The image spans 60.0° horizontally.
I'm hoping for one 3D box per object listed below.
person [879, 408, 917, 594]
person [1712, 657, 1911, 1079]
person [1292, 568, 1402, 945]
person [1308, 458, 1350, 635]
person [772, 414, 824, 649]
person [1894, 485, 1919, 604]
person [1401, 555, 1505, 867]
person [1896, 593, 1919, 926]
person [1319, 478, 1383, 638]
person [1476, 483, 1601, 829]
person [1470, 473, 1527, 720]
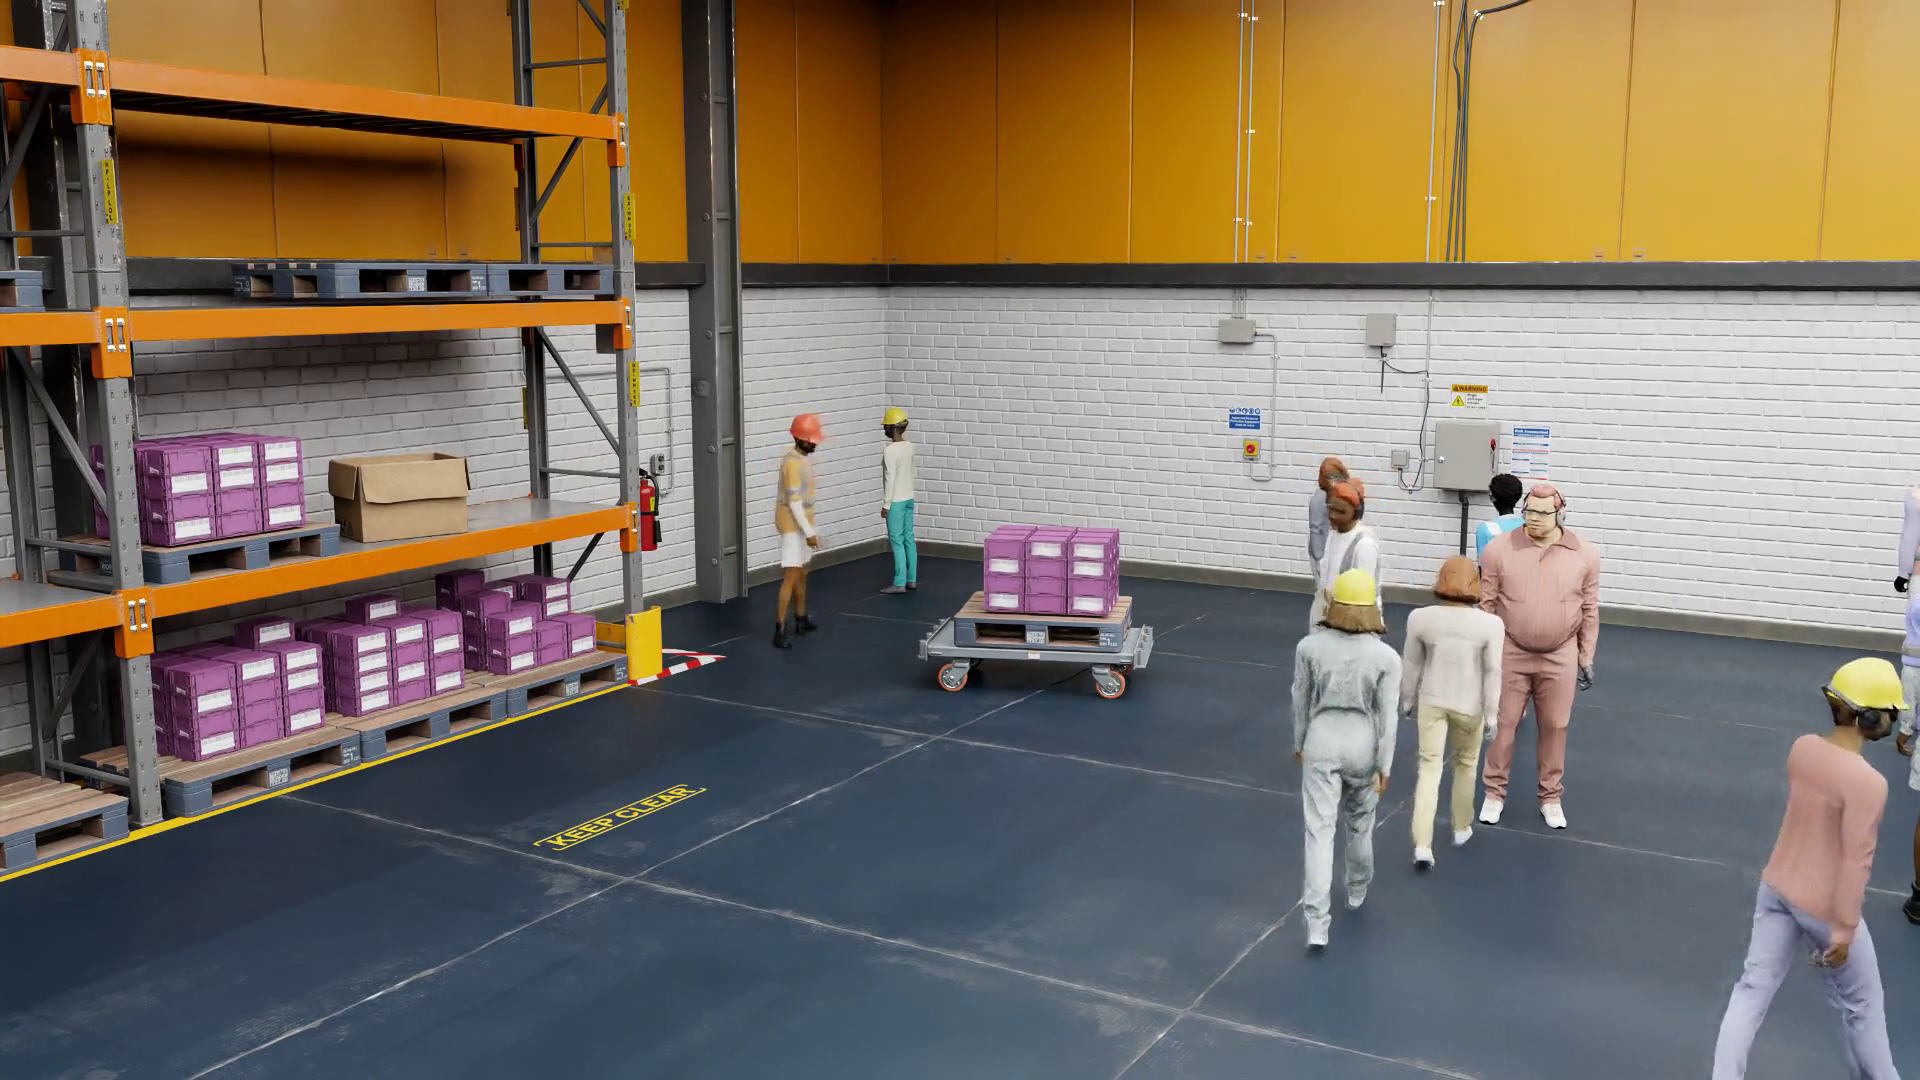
[{"bbox_3d":[-0.607,-0.368,15.776,0.324,1.767,0.533,4,10,25],"label":"person"},{"bbox_3d":[3.060,1.254,5.795,0.884,1.717,0.532,-1,9,-8],"label":"person"},{"bbox_3d":[1.759,0.971,7.639,0.492,1.697,0.926,3,9,16],"label":"person"},{"bbox_3d":[2.938,0.124,13.215,0.373,1.595,0.579,8,12,41],"label":"person"},{"bbox_3d":[-1.305,-0.096,13.706,0.420,1.899,0.828,1,9,7],"label":"person"},{"bbox_3d":[6.967,0.228,11.817,0.619,1.845,0.430,1,9,5],"label":"person"},{"bbox_3d":[2.521,0.868,8.585,0.512,1.594,0.832,4,10,25],"label":"person"},{"bbox_3d":[4.634,0.850,7.675,0.546,1.926,0.388,6,11,33],"label":"person"},{"bbox_3d":[2.321,0.541,9.834,0.445,1.848,0.608,-1,9,-9],"label":"person"},{"bbox_3d":[3.148,0.634,9.092,0.645,1.903,0.400,2,9,14],"label":"person"},{"bbox_3d":[3.663,0.394,11.221,0.539,1.698,0.318,-4,10,-25],"label":"person"}]
